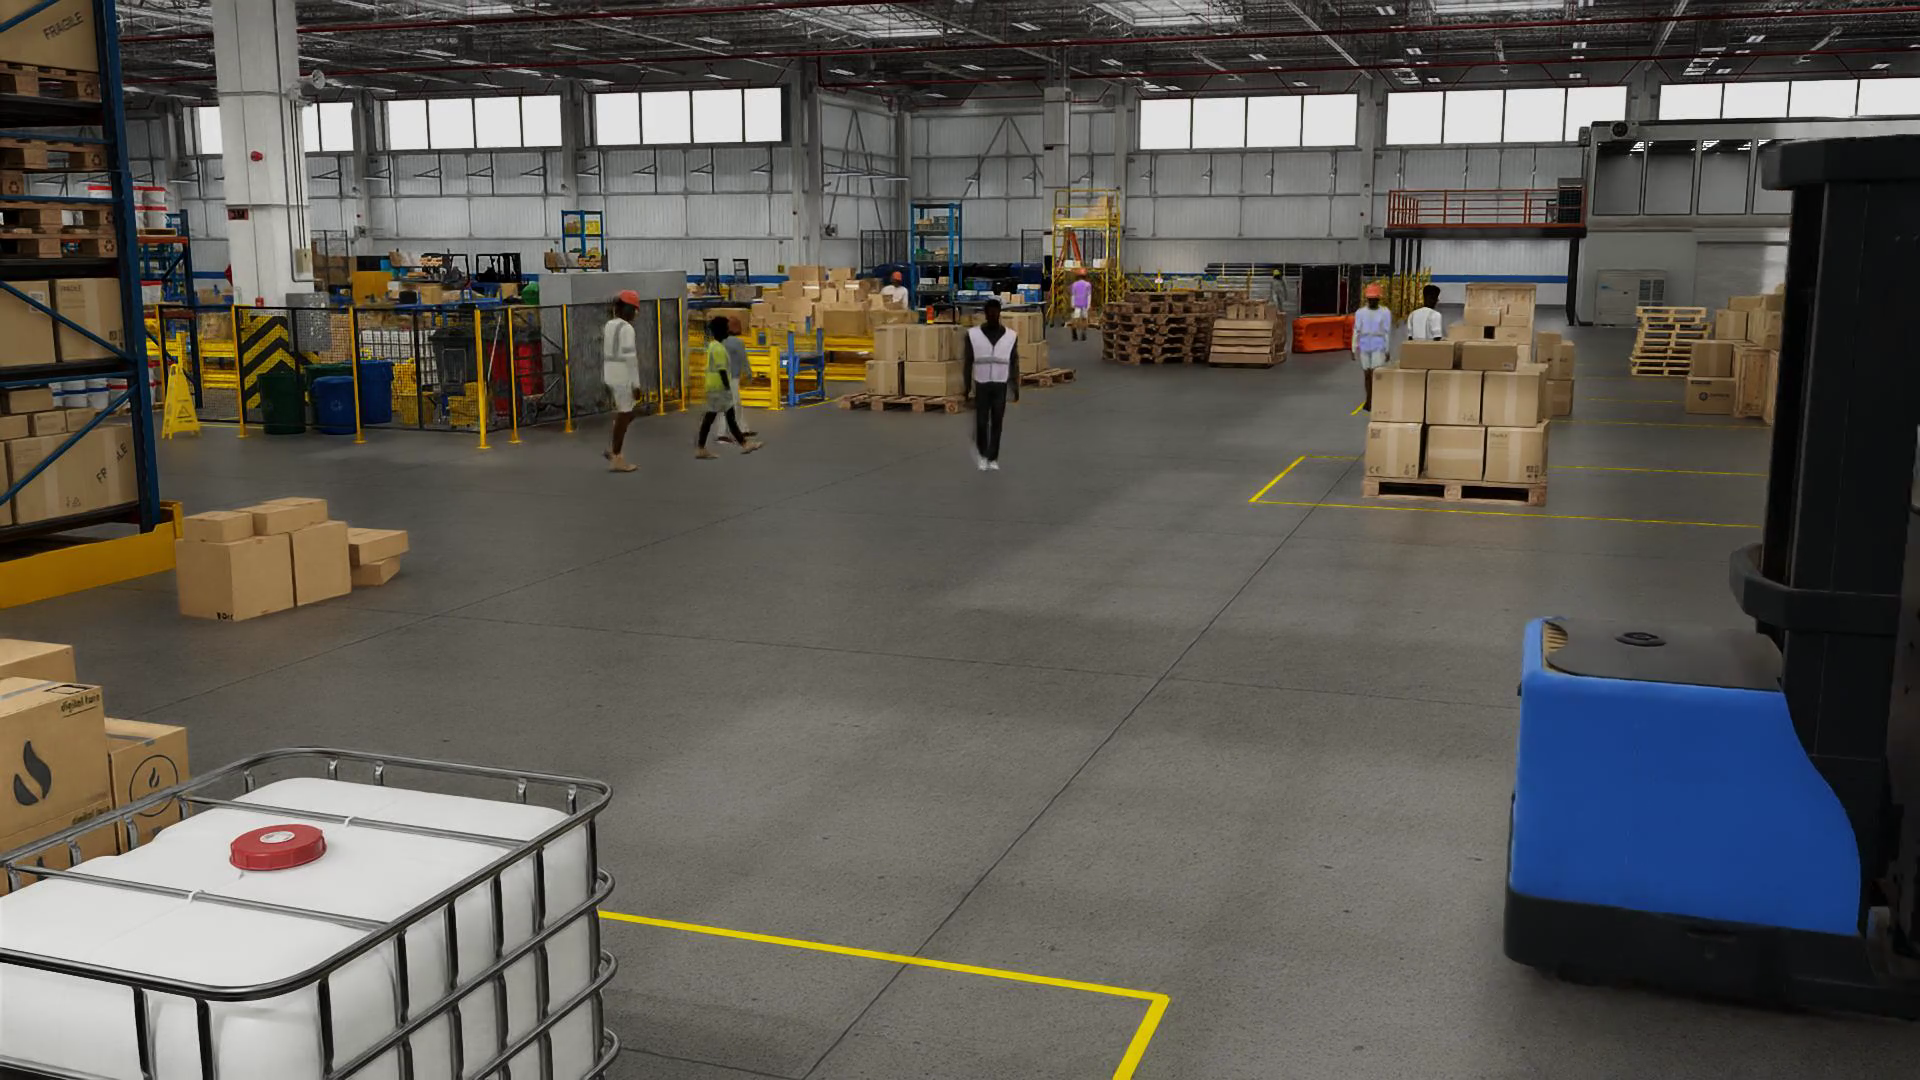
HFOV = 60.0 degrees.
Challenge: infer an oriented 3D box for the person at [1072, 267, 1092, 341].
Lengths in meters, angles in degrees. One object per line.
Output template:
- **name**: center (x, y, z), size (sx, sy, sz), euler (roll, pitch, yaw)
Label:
- **person**: center (3.154, -6.131, 43.330), size (0.544, 1.921, 0.598), euler (4, 11, 22)

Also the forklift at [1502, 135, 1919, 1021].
- **forklift**: center (2.897, 0.082, 5.610), size (1.873, 2.768, 1.129), euler (3, 11, 19)

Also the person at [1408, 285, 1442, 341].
- **person**: center (6.431, -2.536, 22.937), size (0.368, 1.963, 0.603), euler (-5, 11, -28)

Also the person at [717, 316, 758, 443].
- **person**: center (-2.829, -2.046, 21.200), size (0.794, 1.603, 0.515), euler (-8, 13, -38)

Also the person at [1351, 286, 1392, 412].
- **person**: center (6.219, -2.882, 25.133), size (0.546, 1.891, 0.979), euler (5, 11, 27)

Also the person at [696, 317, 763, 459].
- **person**: center (-2.720, -1.774, 19.468), size (0.852, 1.655, 0.552), euler (-2, 10, -13)

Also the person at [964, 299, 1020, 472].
- **person**: center (0.372, -1.700, 18.390), size (0.620, 1.900, 0.660), euler (-2, 10, -9)

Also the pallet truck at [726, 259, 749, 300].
- **pallet truck**: center (-7.986, -9.493, 62.019), size (0.823, 1.965, 1.885), euler (3, 11, 17)

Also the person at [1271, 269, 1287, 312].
- **person**: center (10.332, -7.918, 53.937), size (0.500, 1.719, 0.426), euler (0, 10, 2)

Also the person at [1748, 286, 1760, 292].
- **person**: center (27.442, -8.514, 57.535), size (0.497, 1.625, 0.287), euler (6, 12, 30)

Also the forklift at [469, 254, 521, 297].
- **forklift**: center (-17.990, -10.121, 64.684), size (1.157, 1.987, 2.680), euler (3, 11, 17)

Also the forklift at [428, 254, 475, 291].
- **forklift**: center (-20.133, -10.254, 65.465), size (1.157, 1.987, 2.680), euler (3, 11, 19)

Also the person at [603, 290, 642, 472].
- **person**: center (-3.746, -1.758, 18.442), size (0.541, 2.000, 0.748), euler (-7, 12, -34)

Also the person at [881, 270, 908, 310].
- **person**: center (-1.491, -4.995, 36.822), size (0.648, 1.955, 0.809), euler (-3, 11, -17)

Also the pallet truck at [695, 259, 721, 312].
- **pallet truck**: center (-9.165, -9.627, 62.776), size (0.823, 1.965, 1.885), euler (4, 11, 23)
